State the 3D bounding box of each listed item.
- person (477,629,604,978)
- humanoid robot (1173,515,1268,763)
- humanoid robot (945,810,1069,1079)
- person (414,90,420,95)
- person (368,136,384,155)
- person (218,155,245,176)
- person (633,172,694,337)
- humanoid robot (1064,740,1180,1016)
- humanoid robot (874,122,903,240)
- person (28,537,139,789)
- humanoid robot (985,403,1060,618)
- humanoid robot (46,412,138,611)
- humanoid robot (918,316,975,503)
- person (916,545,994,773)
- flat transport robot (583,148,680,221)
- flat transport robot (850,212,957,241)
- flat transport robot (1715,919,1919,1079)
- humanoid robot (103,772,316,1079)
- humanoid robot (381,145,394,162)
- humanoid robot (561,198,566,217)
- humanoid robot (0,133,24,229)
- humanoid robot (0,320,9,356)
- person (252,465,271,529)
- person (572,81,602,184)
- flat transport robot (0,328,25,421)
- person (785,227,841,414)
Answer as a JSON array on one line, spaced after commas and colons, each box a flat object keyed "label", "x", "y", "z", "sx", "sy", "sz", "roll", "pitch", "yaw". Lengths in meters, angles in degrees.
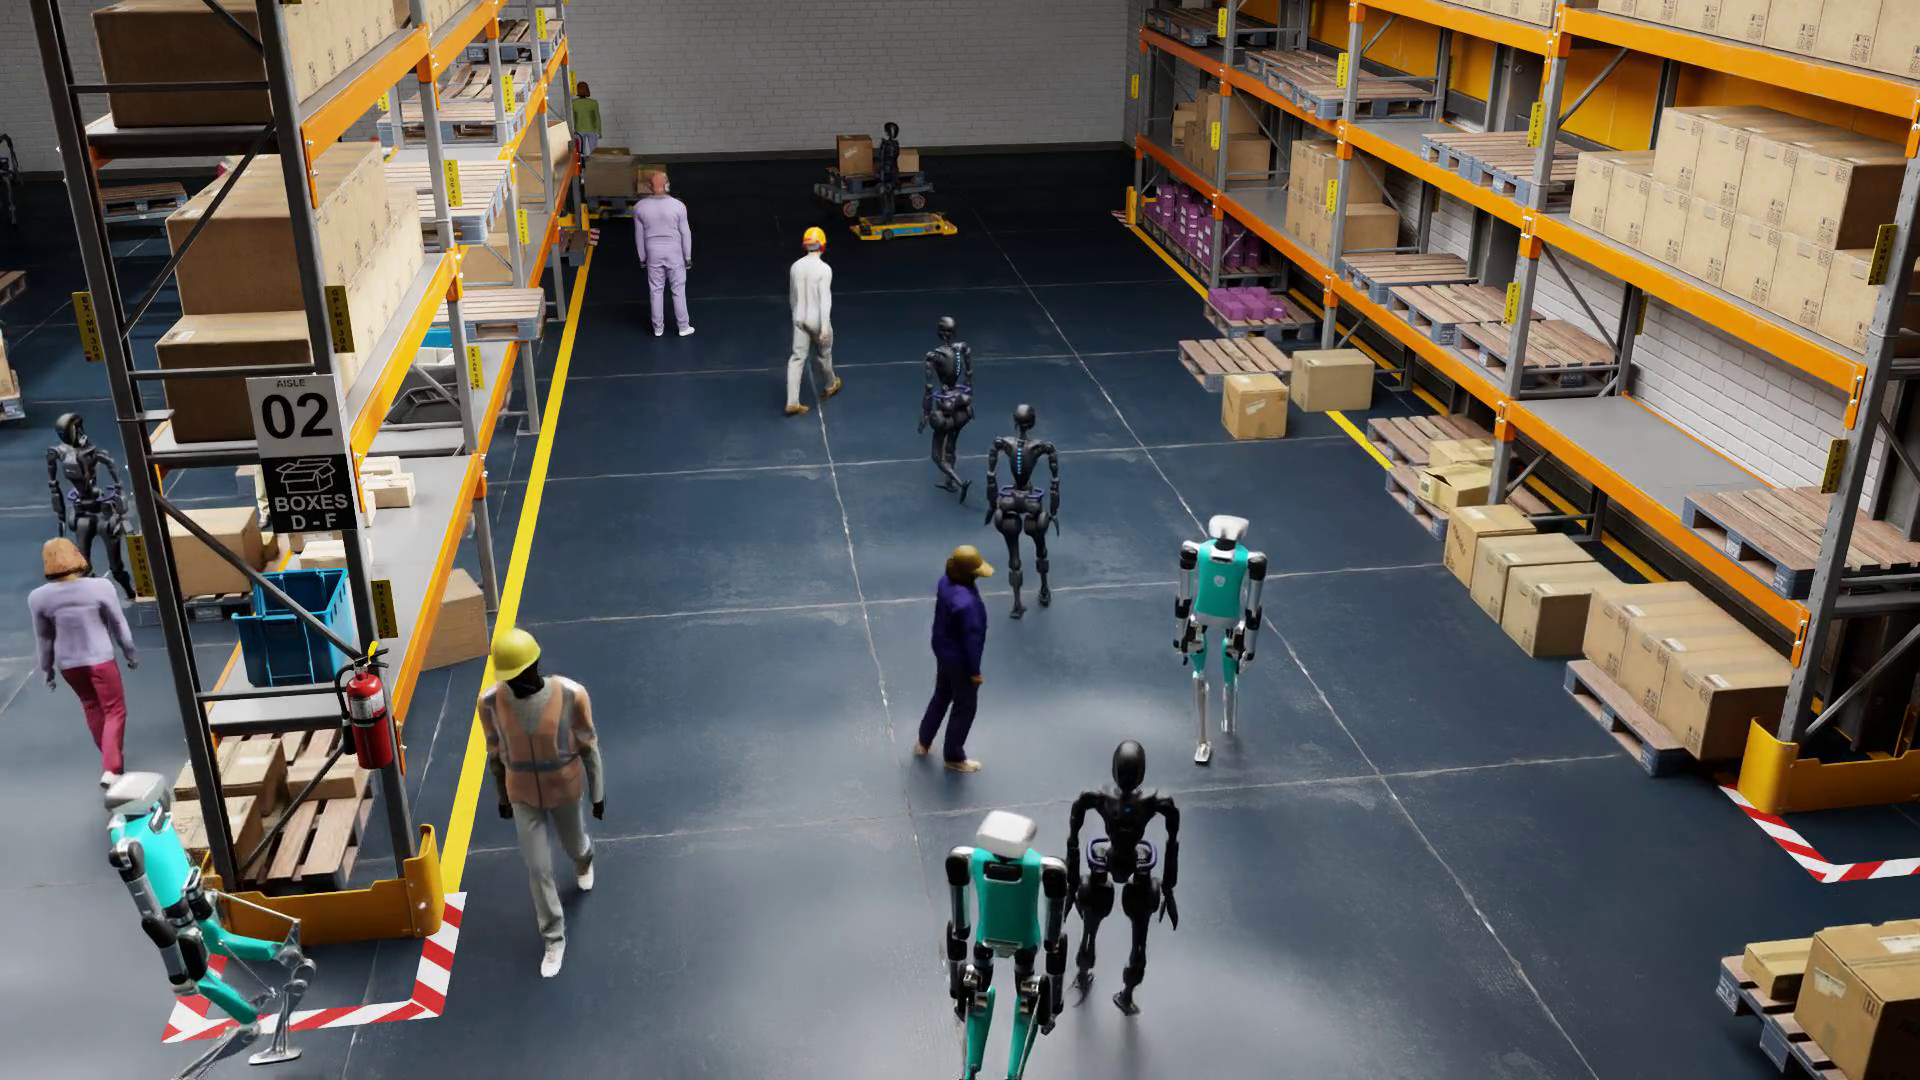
[{"label": "person", "x": -2.184, "y": 1.272, "z": 8.785, "sx": 0.603, "sy": 1.883, "sz": 0.860, "roll": -2, "pitch": 24, "yaw": -5}, {"label": "humanoid robot", "x": 1.648, "y": 0.633, "z": 10.543, "sx": 0.549, "sy": 1.893, "sz": 0.786, "roll": 7, "pitch": 25, "yaw": 15}, {"label": "humanoid robot", "x": 0.156, "y": 2.099, "z": 7.143, "sx": 0.538, "sy": 1.857, "sz": 0.673, "roll": 6, "pitch": 24, "yaw": 13}, {"label": "person", "x": -8.039, "y": -5.917, "z": 25.216, "sx": 0.559, "sy": 1.827, "sz": 0.621, "roll": -1, "pitch": 24, "yaw": -3}, {"label": "person", "x": -7.685, "y": -4.485, "z": 22.108, "sx": 0.593, "sy": 1.715, "sz": 0.794, "roll": -3, "pitch": 24, "yaw": -6}, {"label": "person", "x": -9.403, "y": -4.402, "z": 21.777, "sx": 0.429, "sy": 1.832, "sz": 0.651, "roll": 8, "pitch": 25, "yaw": 18}, {"label": "person", "x": -3.383, "y": -3.268, "z": 19.096, "sx": 0.637, "sy": 1.902, "sz": 0.411, "roll": 1, "pitch": 24, "yaw": 3}, {"label": "humanoid robot", "x": 0.783, "y": 1.677, "z": 8.181, "sx": 0.583, "sy": 1.669, "sz": 0.417, "roll": 1, "pitch": 24, "yaw": 2}, {"label": "humanoid robot", "x": -1.033, "y": -5.079, "z": 23.498, "sx": 0.391, "sy": 1.633, "sz": 0.593, "roll": 8, "pitch": 25, "yaw": 19}, {"label": "person", "x": -5.374, "y": 0.797, "z": 10.190, "sx": 0.520, "sy": 1.599, "sz": 0.728, "roll": -4, "pitch": 24, "yaw": -9}, {"label": "humanoid robot", "x": 0.480, "y": -0.246, "z": 12.504, "sx": 0.592, "sy": 1.646, "sz": 0.529, "roll": 5, "pitch": 24, "yaw": 12}, {"label": "humanoid robot", "x": -6.454, "y": -0.184, "z": 12.383, "sx": 0.596, "sy": 1.635, "sz": 0.563, "roll": 2, "pitch": 24, "yaw": 4}, {"label": "humanoid robot", "x": -0.047, "y": -1.153, "z": 14.562, "sx": 0.609, "sy": 1.636, "sz": 0.589, "roll": -21, "pitch": 31, "yaw": -39}, {"label": "person", "x": -0.053, "y": 0.707, "z": 10.430, "sx": 0.399, "sy": 1.583, "sz": 0.638, "roll": -7, "pitch": 25, "yaw": -16}, {"label": "flat transport robot", "x": -4.960, "y": -4.993, "z": 25.053, "sx": 1.431, "sy": 0.231, "sz": 0.659, "roll": 0, "pitch": 24, "yaw": 1}, {"label": "flat transport robot", "x": -0.819, "y": -4.521, "z": 23.978, "sx": 1.431, "sy": 0.231, "sz": 0.659, "roll": -7, "pitch": 25, "yaw": -16}, {"label": "flat transport robot", "x": 4.395, "y": 2.473, "z": 8.044, "sx": 0.659, "sy": 0.231, "sz": 1.431, "roll": -3, "pitch": 24, "yaw": -7}, {"label": "humanoid robot", "x": -3.395, "y": 1.831, "z": 7.655, "sx": 0.962, "sy": 1.729, "sz": 0.545, "roll": -4, "pitch": 24, "yaw": -8}, {"label": "humanoid robot", "x": -7.152, "y": -4.229, "z": 21.619, "sx": 0.530, "sy": 1.877, "sz": 0.781, "roll": 5, "pitch": 24, "yaw": 11}, {"label": "humanoid robot", "x": -5.996, "y": -5.359, "z": 24.091, "sx": 0.836, "sy": 1.793, "sz": 0.546, "roll": -3, "pitch": 24, "yaw": -6}, {"label": "humanoid robot", "x": -13.970, "y": -5.342, "z": 24.130, "sx": 0.600, "sy": 1.628, "sz": 0.739, "roll": -11, "pitch": 26, "yaw": -24}, {"label": "humanoid robot", "x": -10.253, "y": -2.405, "z": 17.327, "sx": 0.560, "sy": 1.773, "sz": 0.787, "roll": 18, "pitch": 29, "yaw": 35}, {"label": "person", "x": -5.826, "y": -0.948, "z": 13.990, "sx": 0.568, "sy": 1.750, "sz": 0.328, "roll": -7, "pitch": 25, "yaw": -15}, {"label": "person", "x": -6.086, "y": -6.624, "z": 27.068, "sx": 0.505, "sy": 1.631, "sz": 0.267, "roll": -2, "pitch": 24, "yaw": -4}, {"label": "flat transport robot", "x": -9.828, "y": -1.140, "z": 16.275, "sx": 0.659, "sy": 0.231, "sz": 1.431, "roll": -13, "pitch": 27, "yaw": -27}, {"label": "person", "x": -1.524, "y": -2.226, "z": 16.848, "sx": 0.564, "sy": 1.814, "sz": 1.057, "roll": 10, "pitch": 26, "yaw": 22}]
